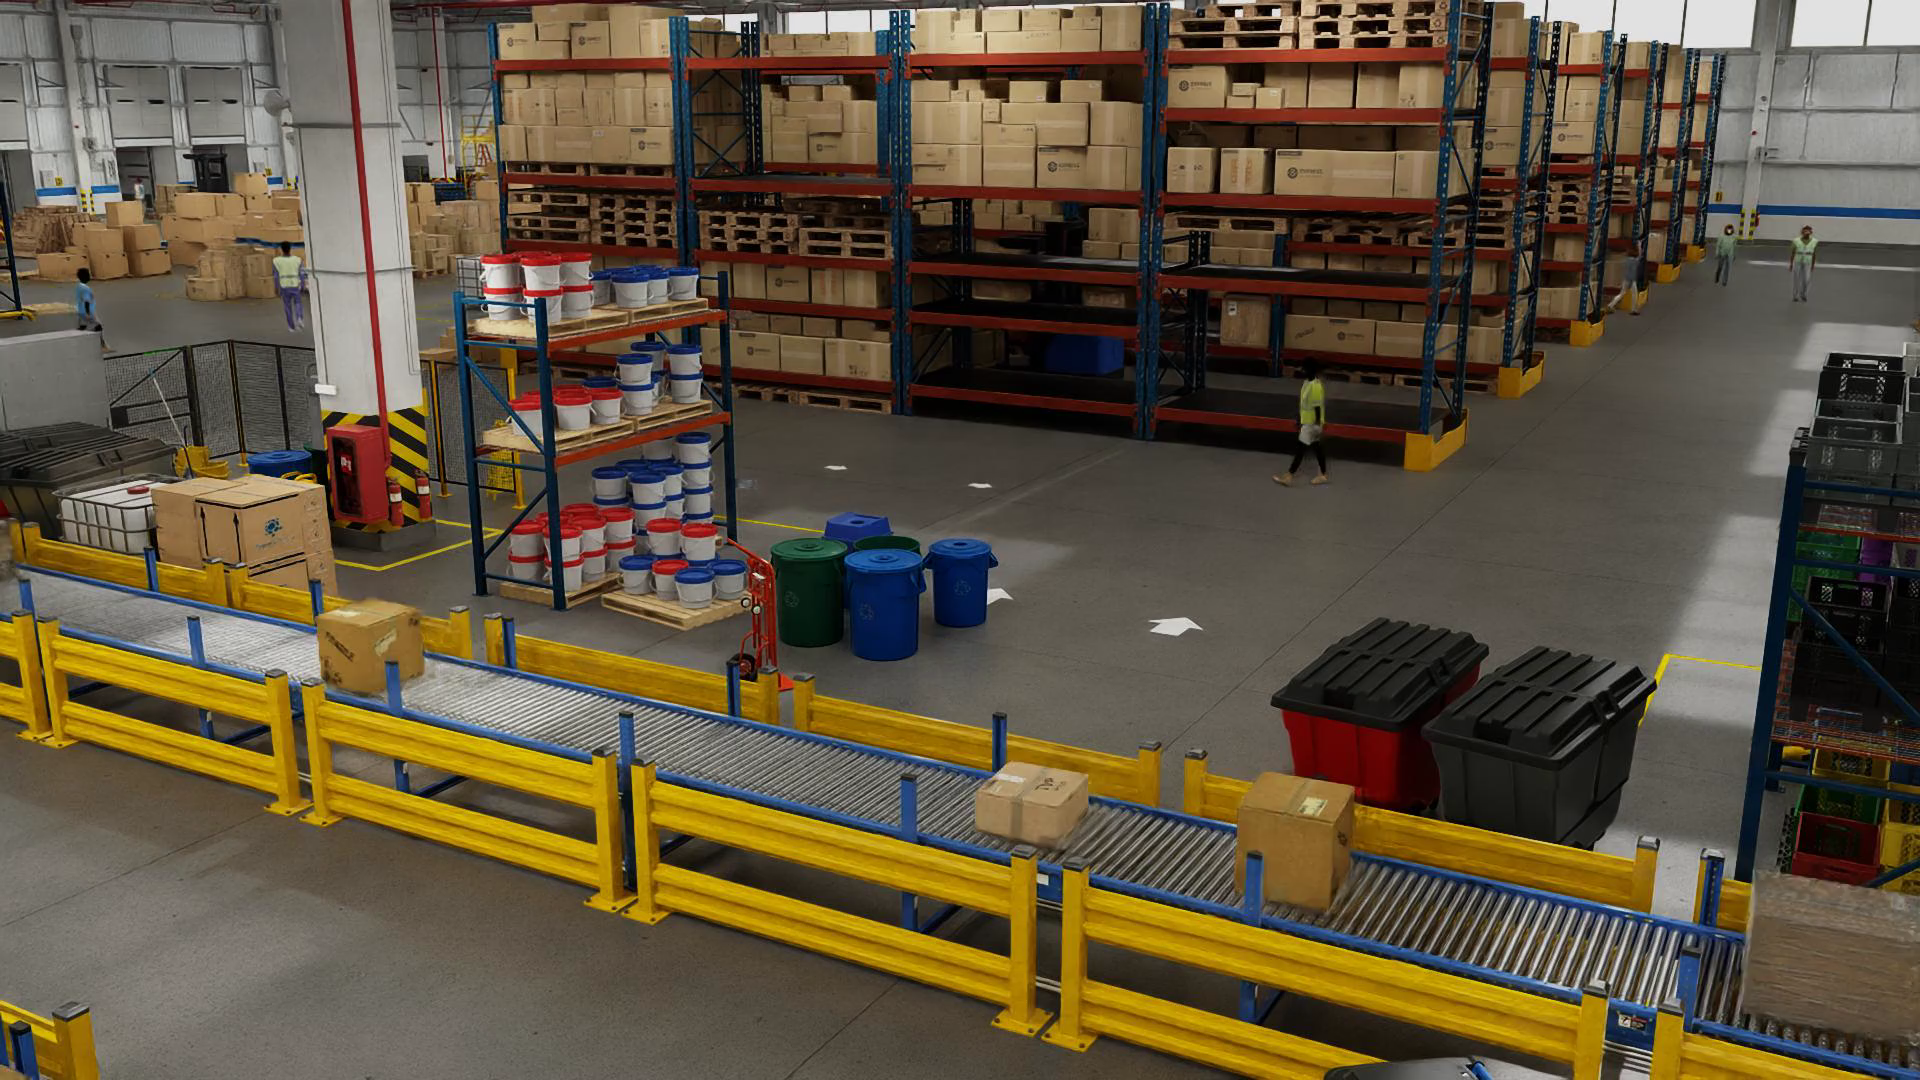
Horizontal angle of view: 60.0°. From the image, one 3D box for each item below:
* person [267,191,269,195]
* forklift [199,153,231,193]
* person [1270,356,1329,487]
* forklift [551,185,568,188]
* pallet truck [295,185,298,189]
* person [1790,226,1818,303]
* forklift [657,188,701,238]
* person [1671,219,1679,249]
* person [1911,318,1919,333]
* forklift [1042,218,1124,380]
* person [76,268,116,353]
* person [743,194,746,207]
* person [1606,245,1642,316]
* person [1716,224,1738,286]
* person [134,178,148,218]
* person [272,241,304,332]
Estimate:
[{"bbox_3d":[-23.446,-10.972,56.220,0.636,1.915,0.904,4,15,15],"label":"person"},{"bbox_3d":[-27.440,-12.865,61.464,1.873,2.768,1.129,8,17,28],"label":"forklift"},{"bbox_3d":[4.348,-1.487,21.030,0.853,1.652,0.551,0,15,-1],"label":"person"},{"bbox_3d":[-15.292,-13.524,63.939,1.873,2.768,1.129,8,17,28],"label":"forklift"},{"bbox_3d":[-26.804,-14.617,69.738,1.885,1.965,0.823,-14,20,-42],"label":"pallet truck"},{"bbox_3d":[20.318,-6.639,40.082,0.562,1.819,0.723,5,16,18],"label":"person"},{"bbox_3d":[-8.431,-9.380,48.361,1.873,2.768,1.129,8,17,28],"label":"forklift"},{"bbox_3d":[19.792,-8.425,46.614,0.597,1.918,0.383,14,21,43],"label":"person"},{"bbox_3d":[20.516,-5.273,34.658,1.047,1.988,0.645,7,16,24],"label":"person"},{"bbox_3d":[1.785,-4.040,28.288,1.873,2.768,1.129,8,17,28],"label":"forklift"},{"bbox_3d":[-16.804,-4.387,31.915,0.830,1.666,0.527,-14,20,-41],"label":"person"},{"bbox_3d":[-6.782,-9.982,52.372,0.772,1.968,0.626,-13,19,-39],"label":"person"},{"bbox_3d":[15.071,-5.864,37.589,0.782,1.605,0.502,-2,15,-8],"label":"person"},{"bbox_3d":[20.119,-7.499,43.697,0.499,1.621,0.535,4,15,13],"label":"person"},{"bbox_3d":[-33.673,-14.054,68.345,0.516,1.625,0.375,6,16,20],"label":"person"},{"bbox_3d":[-14.129,-5.336,35.037,0.595,1.907,0.449,-7,16,-25],"label":"person"}]
